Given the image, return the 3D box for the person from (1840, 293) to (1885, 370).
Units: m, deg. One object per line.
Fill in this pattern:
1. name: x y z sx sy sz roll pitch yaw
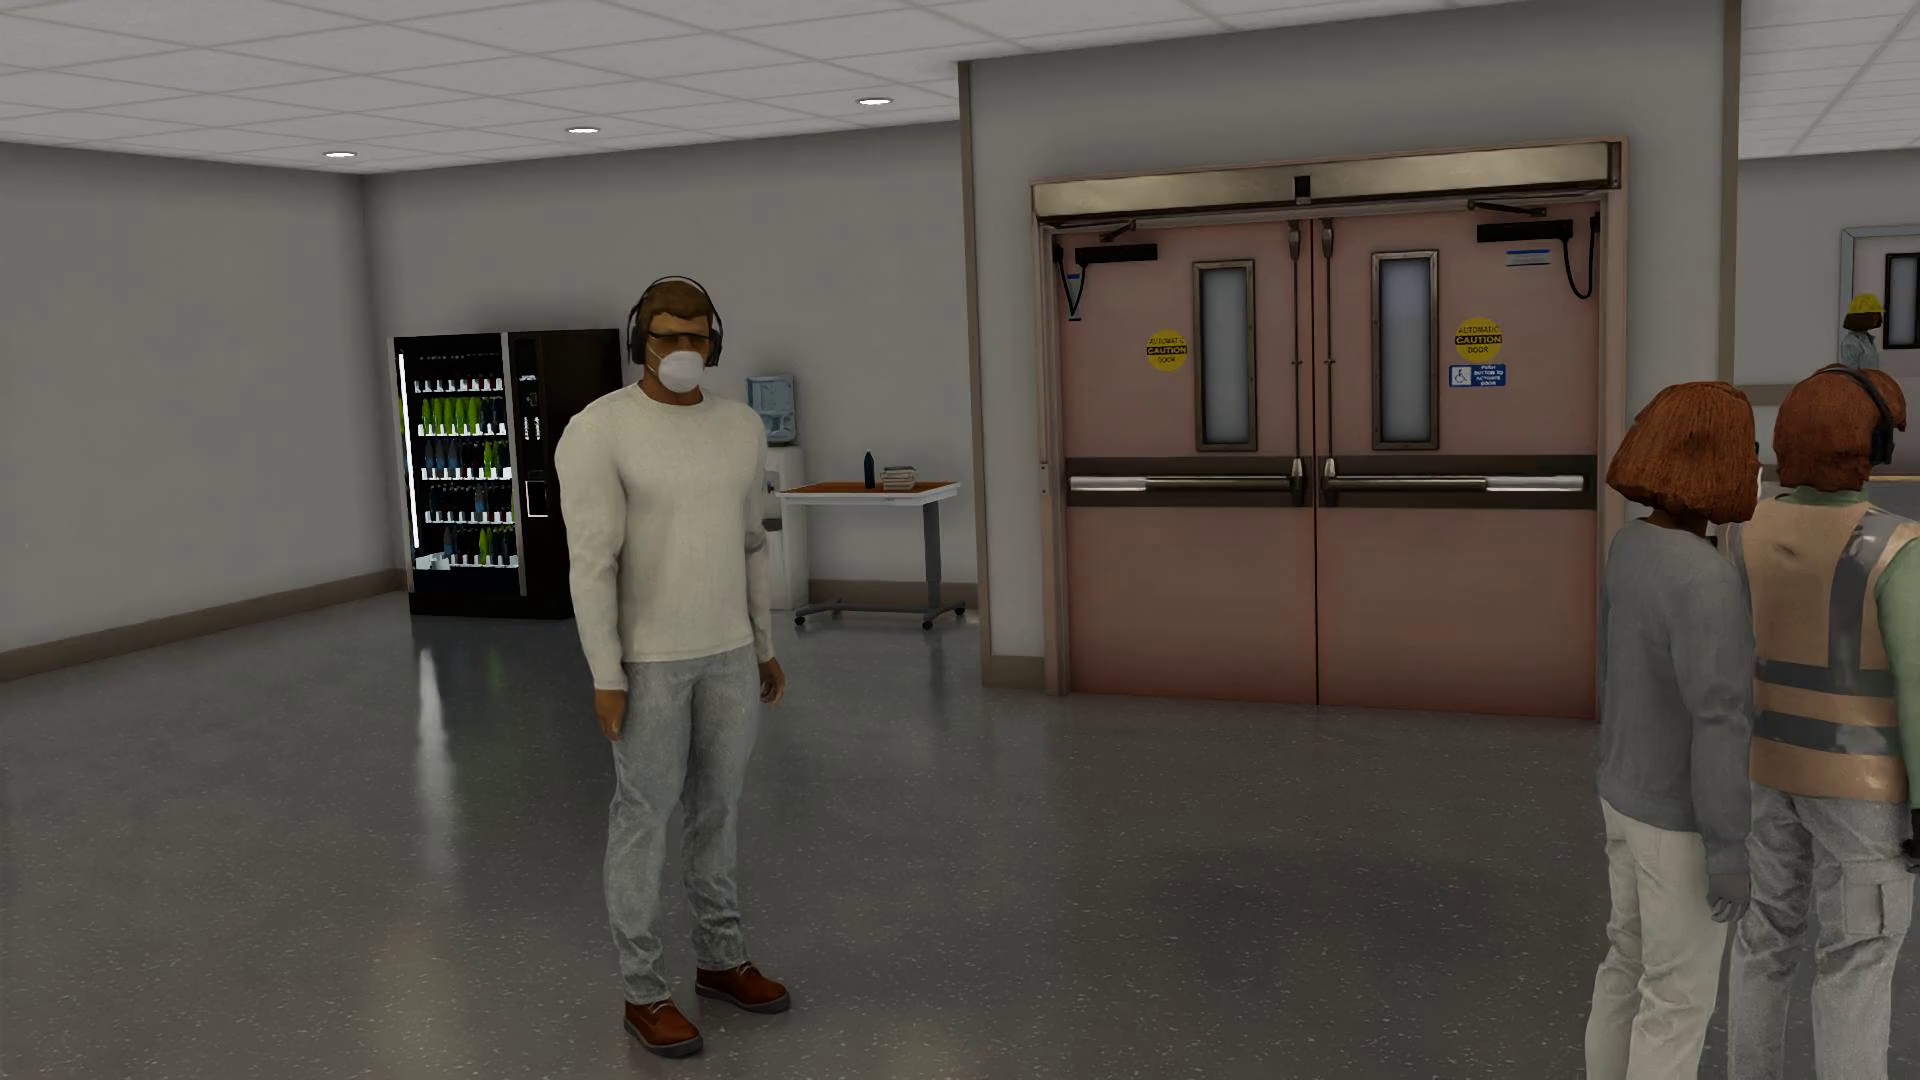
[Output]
1. person: 6.967 -1.028 12.865 0.312 1.744 0.487 5 10 43

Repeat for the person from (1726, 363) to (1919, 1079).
1. person: 1.711 0.479 3.273 0.306 1.645 0.522 -5 8 -17

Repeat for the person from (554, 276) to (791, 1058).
1. person: -0.703 0.305 4.257 0.377 1.936 0.628 4 10 42

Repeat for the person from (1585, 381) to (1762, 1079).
1. person: 1.336 0.523 3.099 0.268 1.632 0.507 -2 7 3
